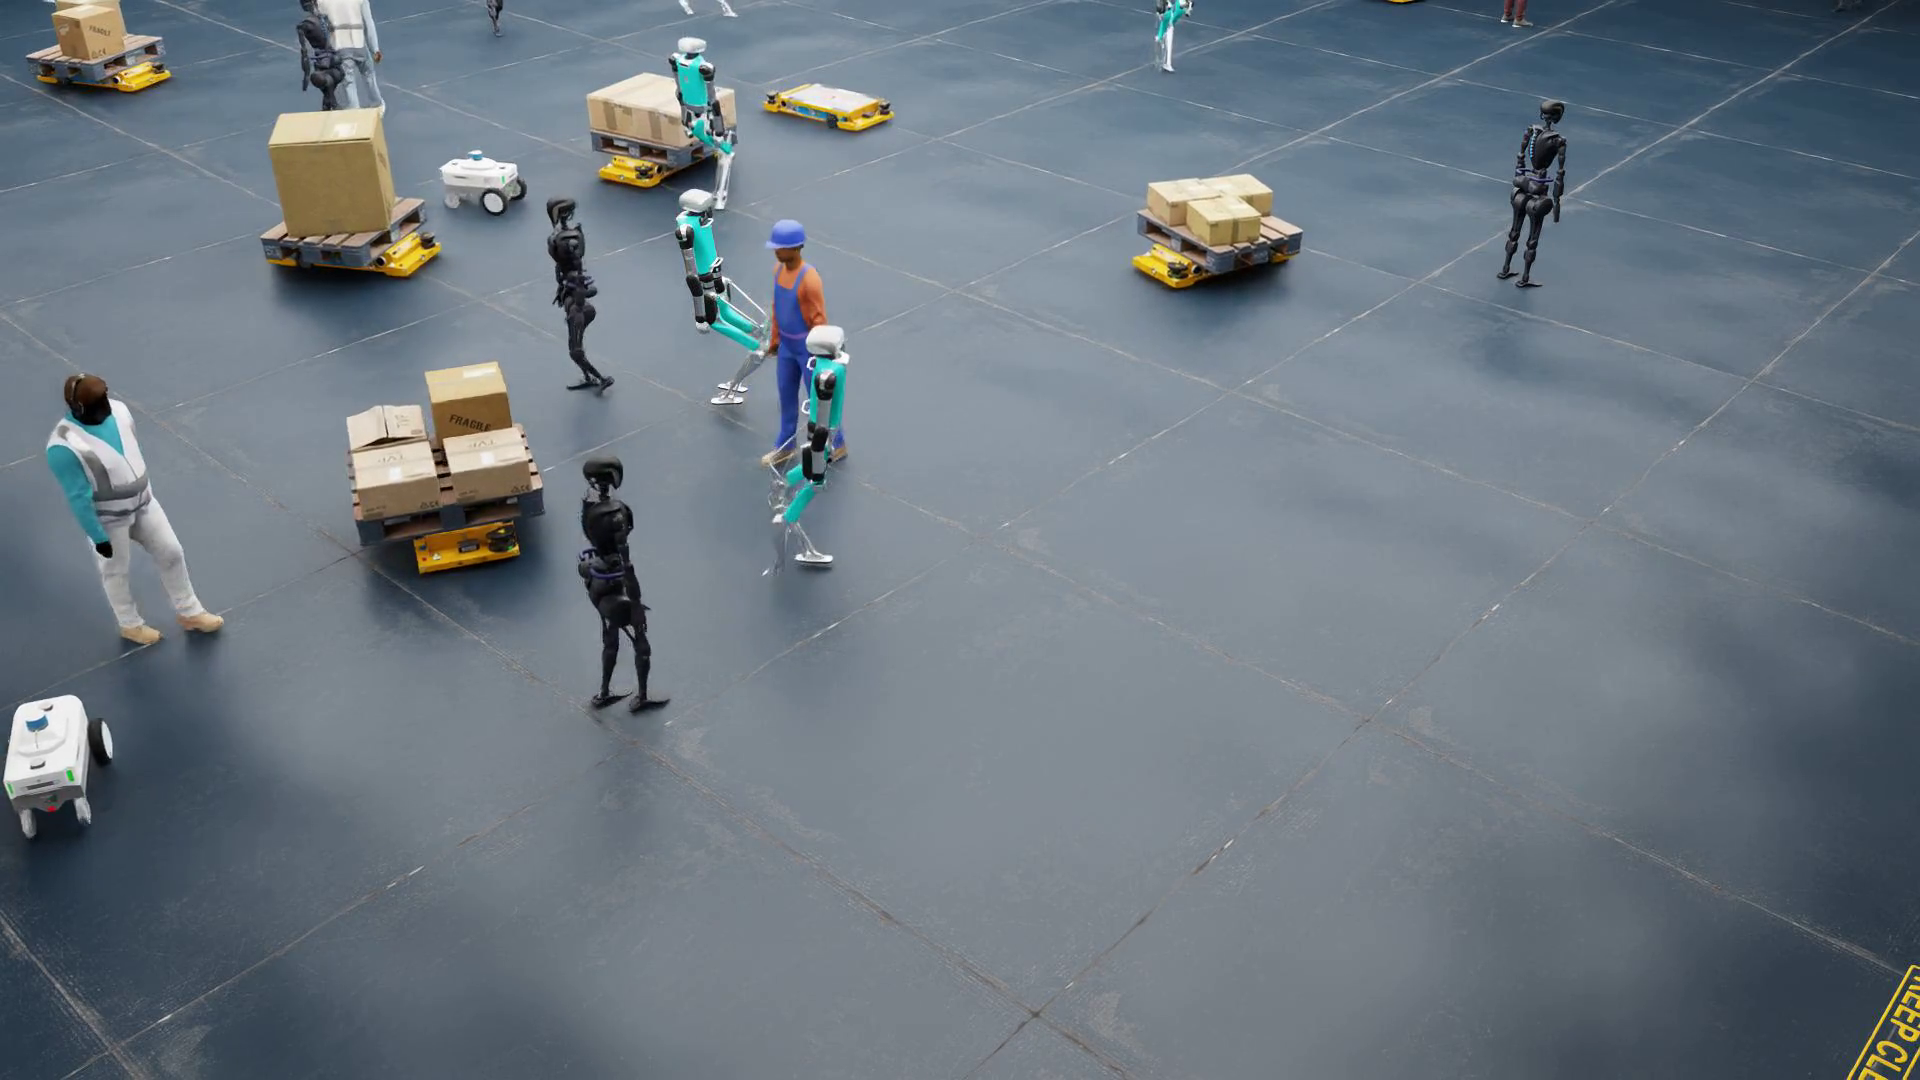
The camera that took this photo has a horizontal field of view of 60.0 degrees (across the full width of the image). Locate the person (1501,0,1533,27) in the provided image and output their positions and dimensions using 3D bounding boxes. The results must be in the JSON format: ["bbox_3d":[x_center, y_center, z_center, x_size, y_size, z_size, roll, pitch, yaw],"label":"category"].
[{"bbox_3d":[7.615,-7.828,22.305,0.381,1.806,0.550,-11,34,-17],"label":"person"}]

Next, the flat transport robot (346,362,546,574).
[{"bbox_3d":[-3.544,-0.237,11.535,0.659,0.231,1.431,-11,34,-18],"label":"flat transport robot"}]

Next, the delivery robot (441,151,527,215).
[{"bbox_3d":[-4.789,-3.597,16.674,0.789,0.593,0.499,7,33,11],"label":"delivery robot"}]

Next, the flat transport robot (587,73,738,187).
[{"bbox_3d":[-3.153,-4.110,17.772,0.659,0.231,1.431,17,36,26],"label":"flat transport robot"}]

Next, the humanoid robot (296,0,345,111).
[{"bbox_3d":[-6.948,-5.156,18.191,0.800,1.637,0.589,11,33,17],"label":"humanoid robot"}]

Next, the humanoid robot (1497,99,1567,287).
[{"bbox_3d":[5.111,-3.100,14.798,0.315,1.657,0.599,-13,34,-20],"label":"humanoid robot"}]

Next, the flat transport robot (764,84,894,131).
[{"bbox_3d":[-1.524,-5.015,19.229,1.431,0.231,0.659,21,38,30],"label":"flat transport robot"}]

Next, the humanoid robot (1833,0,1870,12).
[{"bbox_3d":[12.484,-8.127,22.916,0.517,1.643,0.593,-11,34,-17],"label":"humanoid robot"}]

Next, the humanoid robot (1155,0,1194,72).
[{"bbox_3d":[2.540,-6.530,20.397,0.548,1.910,0.709,-14,34,-21],"label":"humanoid robot"}]

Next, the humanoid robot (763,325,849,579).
[{"bbox_3d":[-1.071,-0.493,10.667,0.770,1.896,0.547,2,32,3],"label":"humanoid robot"}]

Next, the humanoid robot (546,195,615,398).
[{"bbox_3d":[-2.973,-1.881,12.850,0.340,1.646,0.597,-16,35,-24],"label":"humanoid robot"}]

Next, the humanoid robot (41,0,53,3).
[{"bbox_3d":[-12.977,-8.520,23.486,0.822,1.773,0.613,-7,32,-11],"label":"humanoid robot"}]

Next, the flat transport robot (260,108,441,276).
[{"bbox_3d":[-5.672,-2.713,15.522,1.431,0.231,0.659,7,33,11],"label":"flat transport robot"}]

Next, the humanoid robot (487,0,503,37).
[{"bbox_3d":[-6.246,-7.564,22.059,0.596,1.652,0.762,-15,35,-22],"label":"humanoid robot"}]

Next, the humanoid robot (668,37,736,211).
[{"bbox_3d":[-2.402,-4.130,16.414,0.593,1.776,0.870,21,38,30],"label":"humanoid robot"}]

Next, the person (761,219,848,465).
[{"bbox_3d":[-1.157,-1.382,11.856,0.575,1.901,0.535,-25,40,-34],"label":"person"}]

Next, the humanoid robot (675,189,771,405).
[{"bbox_3d":[-1.718,-1.811,12.552,0.735,1.677,0.533,6,32,9],"label":"humanoid robot"}]

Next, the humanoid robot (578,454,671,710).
[{"bbox_3d":[-1.958,0.230,9.455,0.427,1.652,0.602,-17,36,-26],"label":"humanoid robot"}]

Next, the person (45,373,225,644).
[{"bbox_3d":[-4.924,-0.147,9.919,0.726,1.818,0.643,10,33,16],"label":"person"}]

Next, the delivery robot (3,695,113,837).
[{"bbox_3d":[-4.920,1.174,8.999,0.499,0.602,0.795,-11,34,-18],"label":"delivery robot"}]

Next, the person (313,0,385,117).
[{"bbox_3d":[-6.790,-5.523,18.533,0.617,1.866,0.962,-8,33,-12],"label":"person"}]

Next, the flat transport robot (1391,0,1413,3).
[{"bbox_3d":[6.129,-8.068,24.146,0.659,0.231,1.431,-20,37,-29],"label":"flat transport robot"}]

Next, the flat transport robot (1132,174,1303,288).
[{"bbox_3d":[2.368,-2.669,15.453,1.431,0.231,0.659,-18,36,-27],"label":"flat transport robot"}]

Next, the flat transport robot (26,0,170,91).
[{"bbox_3d":[-10.504,-5.737,20.392,1.431,0.231,0.659,10,33,15],"label":"flat transport robot"}]

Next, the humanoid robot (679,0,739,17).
[{"bbox_3d":[-3.543,-8.055,22.758,0.970,1.769,0.537,10,33,15],"label":"humanoid robot"}]
